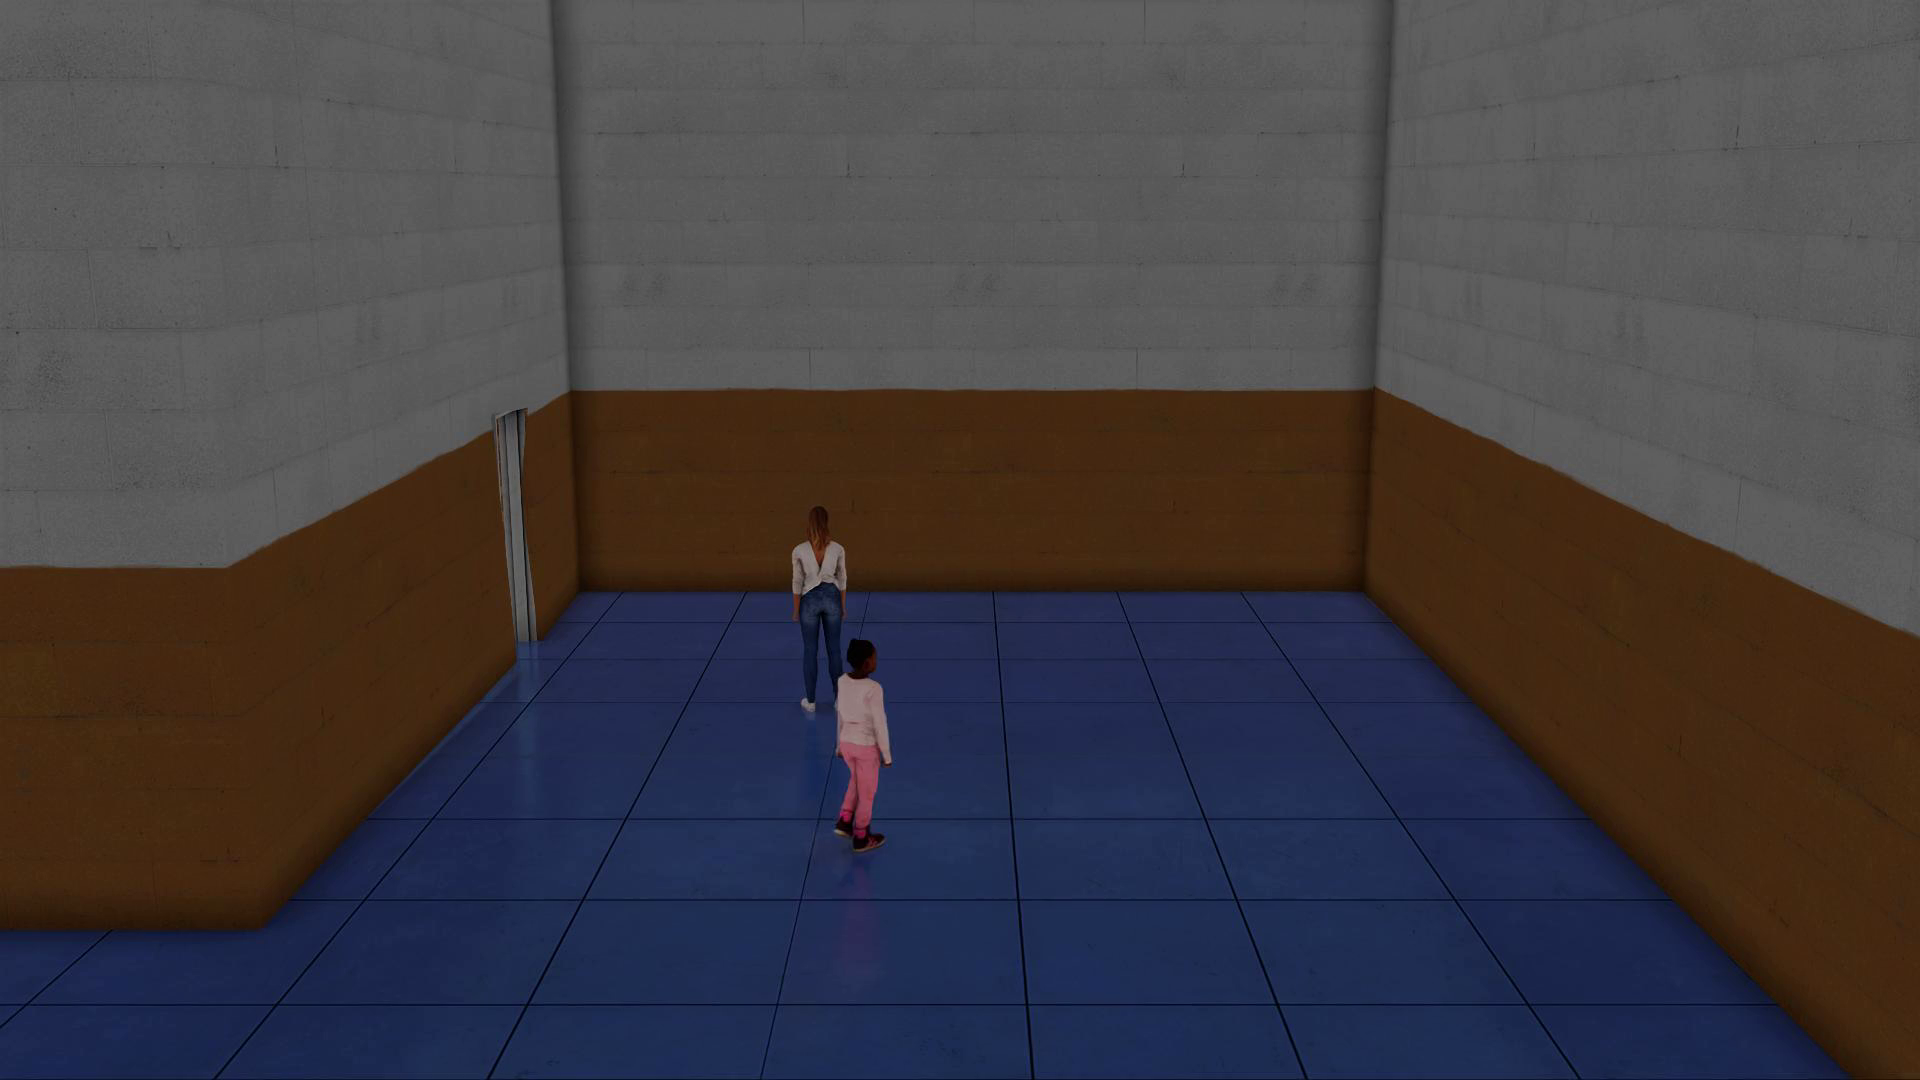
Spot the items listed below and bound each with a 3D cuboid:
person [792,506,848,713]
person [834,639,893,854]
[{"bbox_3d":[-1.151,0.564,13.740,0.539,1.720,0.713,-3,12,-12],"label":"person"},{"bbox_3d":[-0.688,1.335,10.765,0.686,1.436,0.750,10,16,40],"label":"person"}]
